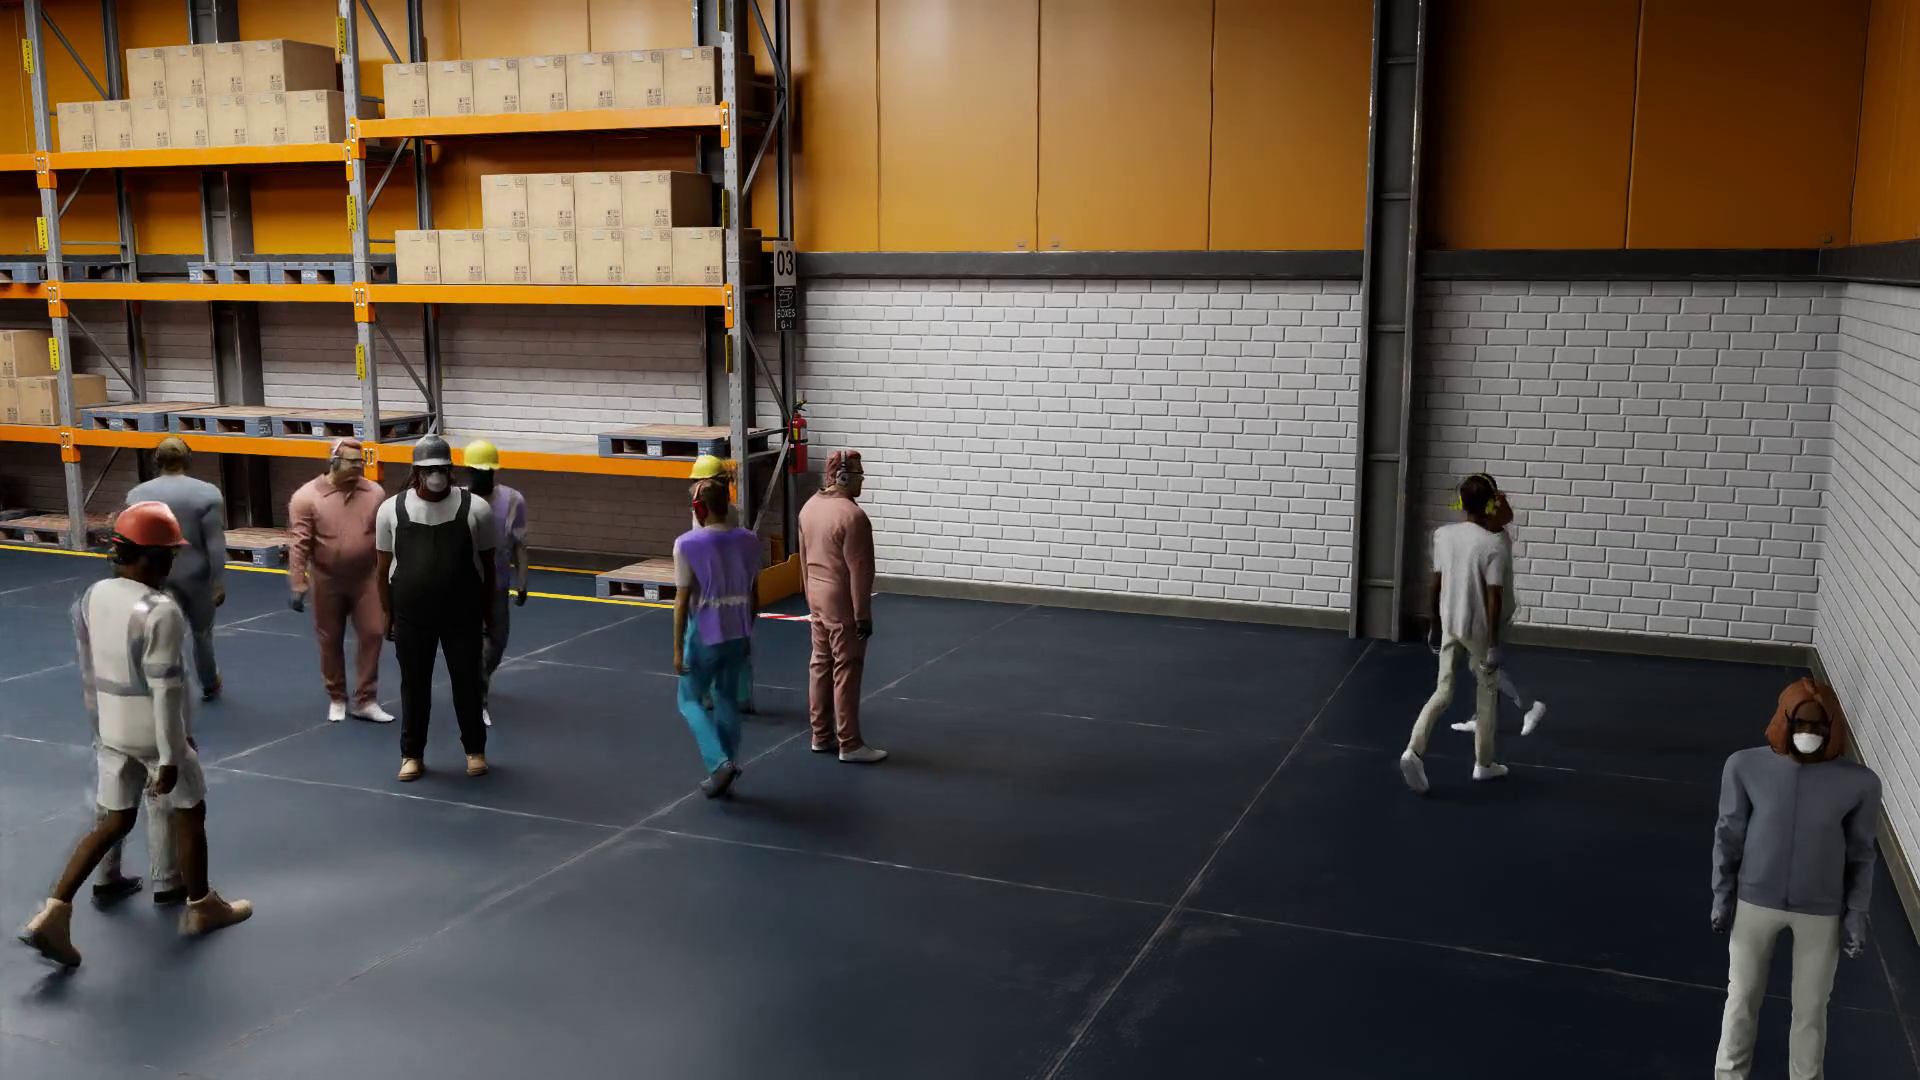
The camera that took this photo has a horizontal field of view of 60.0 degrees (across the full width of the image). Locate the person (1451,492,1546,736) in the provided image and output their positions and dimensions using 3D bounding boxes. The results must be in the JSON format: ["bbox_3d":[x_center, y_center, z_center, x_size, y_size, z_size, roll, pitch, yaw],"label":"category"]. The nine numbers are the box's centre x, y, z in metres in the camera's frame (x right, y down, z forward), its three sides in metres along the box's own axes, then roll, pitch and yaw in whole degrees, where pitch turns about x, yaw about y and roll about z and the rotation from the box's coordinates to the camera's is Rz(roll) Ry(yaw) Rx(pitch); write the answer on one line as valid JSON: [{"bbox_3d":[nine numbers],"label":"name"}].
[{"bbox_3d":[3.431,0.475,10.537,0.509,1.615,0.531,4,10,24],"label":"person"}]

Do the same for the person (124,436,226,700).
[{"bbox_3d":[-5.230,0.246,11.148,0.645,1.881,1.043,-2,10,-12],"label":"person"}]

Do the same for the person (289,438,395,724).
[{"bbox_3d":[-4.059,0.280,10.929,0.732,1.884,0.540,-7,12,-36],"label":"person"}]

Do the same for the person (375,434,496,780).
[{"bbox_3d":[-3.061,0.395,9.750,0.687,2.000,0.538,-2,10,-15],"label":"person"}]

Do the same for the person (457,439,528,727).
[{"bbox_3d":[-3.188,0.249,11.081,0.587,1.903,0.707,-4,10,-25],"label":"person"}]

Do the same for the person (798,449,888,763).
[{"bbox_3d":[-0.712,0.397,10.156,0.399,1.905,0.642,-7,12,-36],"label":"person"}]

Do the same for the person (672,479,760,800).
[{"bbox_3d":[-1.365,0.569,9.361,0.611,1.815,0.486,-8,12,-41],"label":"person"}]

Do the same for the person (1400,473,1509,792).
[{"bbox_3d":[2.868,0.530,9.563,0.860,1.843,0.522,-8,12,-39],"label":"person"}]

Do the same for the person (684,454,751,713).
[{"bbox_3d":[-1.636,0.308,11.106,0.512,1.750,0.573,4,10,22],"label":"person"}]

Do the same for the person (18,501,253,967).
[{"bbox_3d":[-3.593,0.841,7.172,0.643,2.013,0.942,5,11,28],"label":"person"}]

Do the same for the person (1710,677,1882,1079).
[{"bbox_3d":[2.837,1.267,5.696,0.498,1.633,0.289,4,10,23],"label":"person"}]

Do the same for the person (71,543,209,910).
[{"bbox_3d":[-3.827,0.835,7.781,0.626,1.811,0.452,4,10,20],"label":"person"}]
